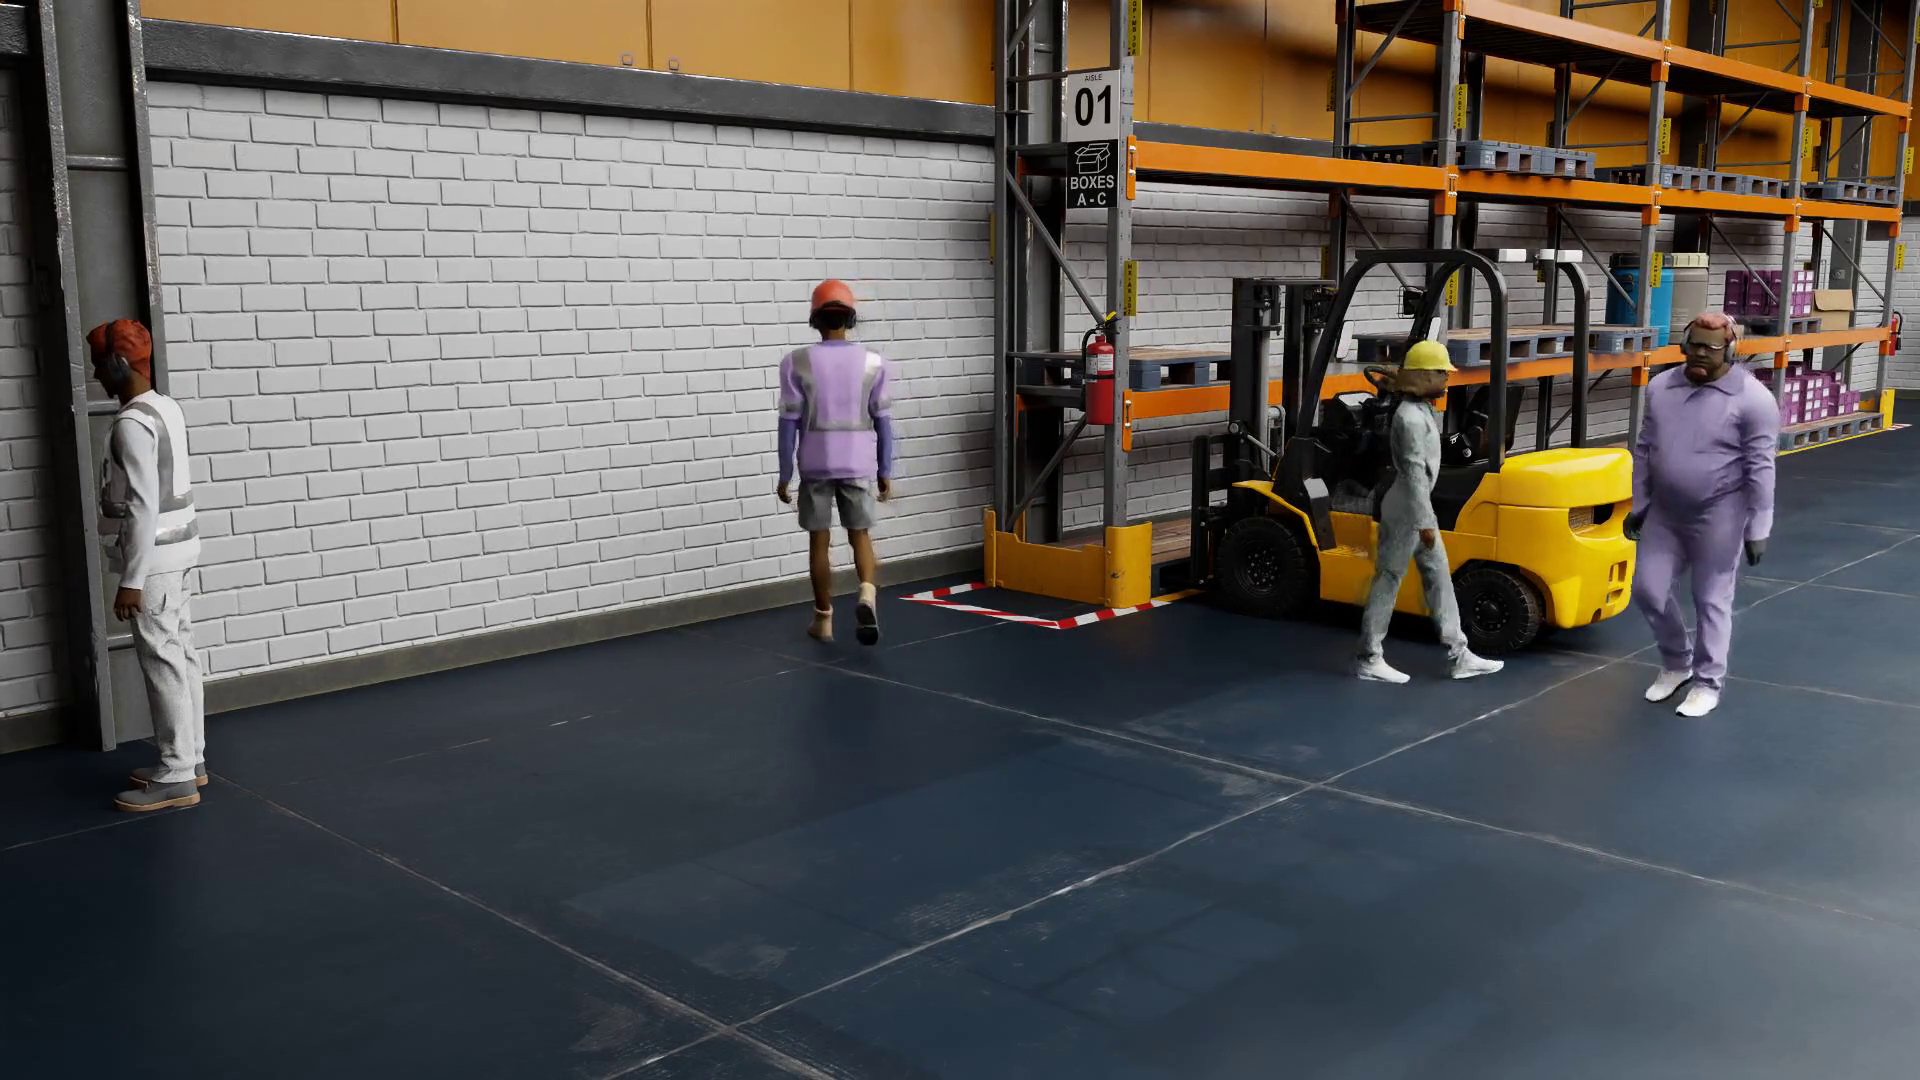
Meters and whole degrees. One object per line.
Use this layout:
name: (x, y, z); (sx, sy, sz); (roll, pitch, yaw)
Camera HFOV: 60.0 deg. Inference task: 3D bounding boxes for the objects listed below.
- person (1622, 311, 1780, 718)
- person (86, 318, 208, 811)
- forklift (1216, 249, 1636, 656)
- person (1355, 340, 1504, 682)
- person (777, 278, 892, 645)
person: (3.398, -0.109, 7.659); (0.413, 1.882, 0.675); (-6, 11, -33)
person: (-3.125, 0.094, 6.407); (0.355, 1.887, 0.573); (-2, 10, -13)
forklift: (2.710, -0.584, 9.626); (2.313, 2.155, 1.214); (9, 13, 43)
person: (2.356, -0.120, 8.220); (0.798, 1.710, 0.506); (4, 10, 21)
person: (-0.674, -0.403, 9.040); (0.630, 2.025, 0.757); (-2, 10, -15)
